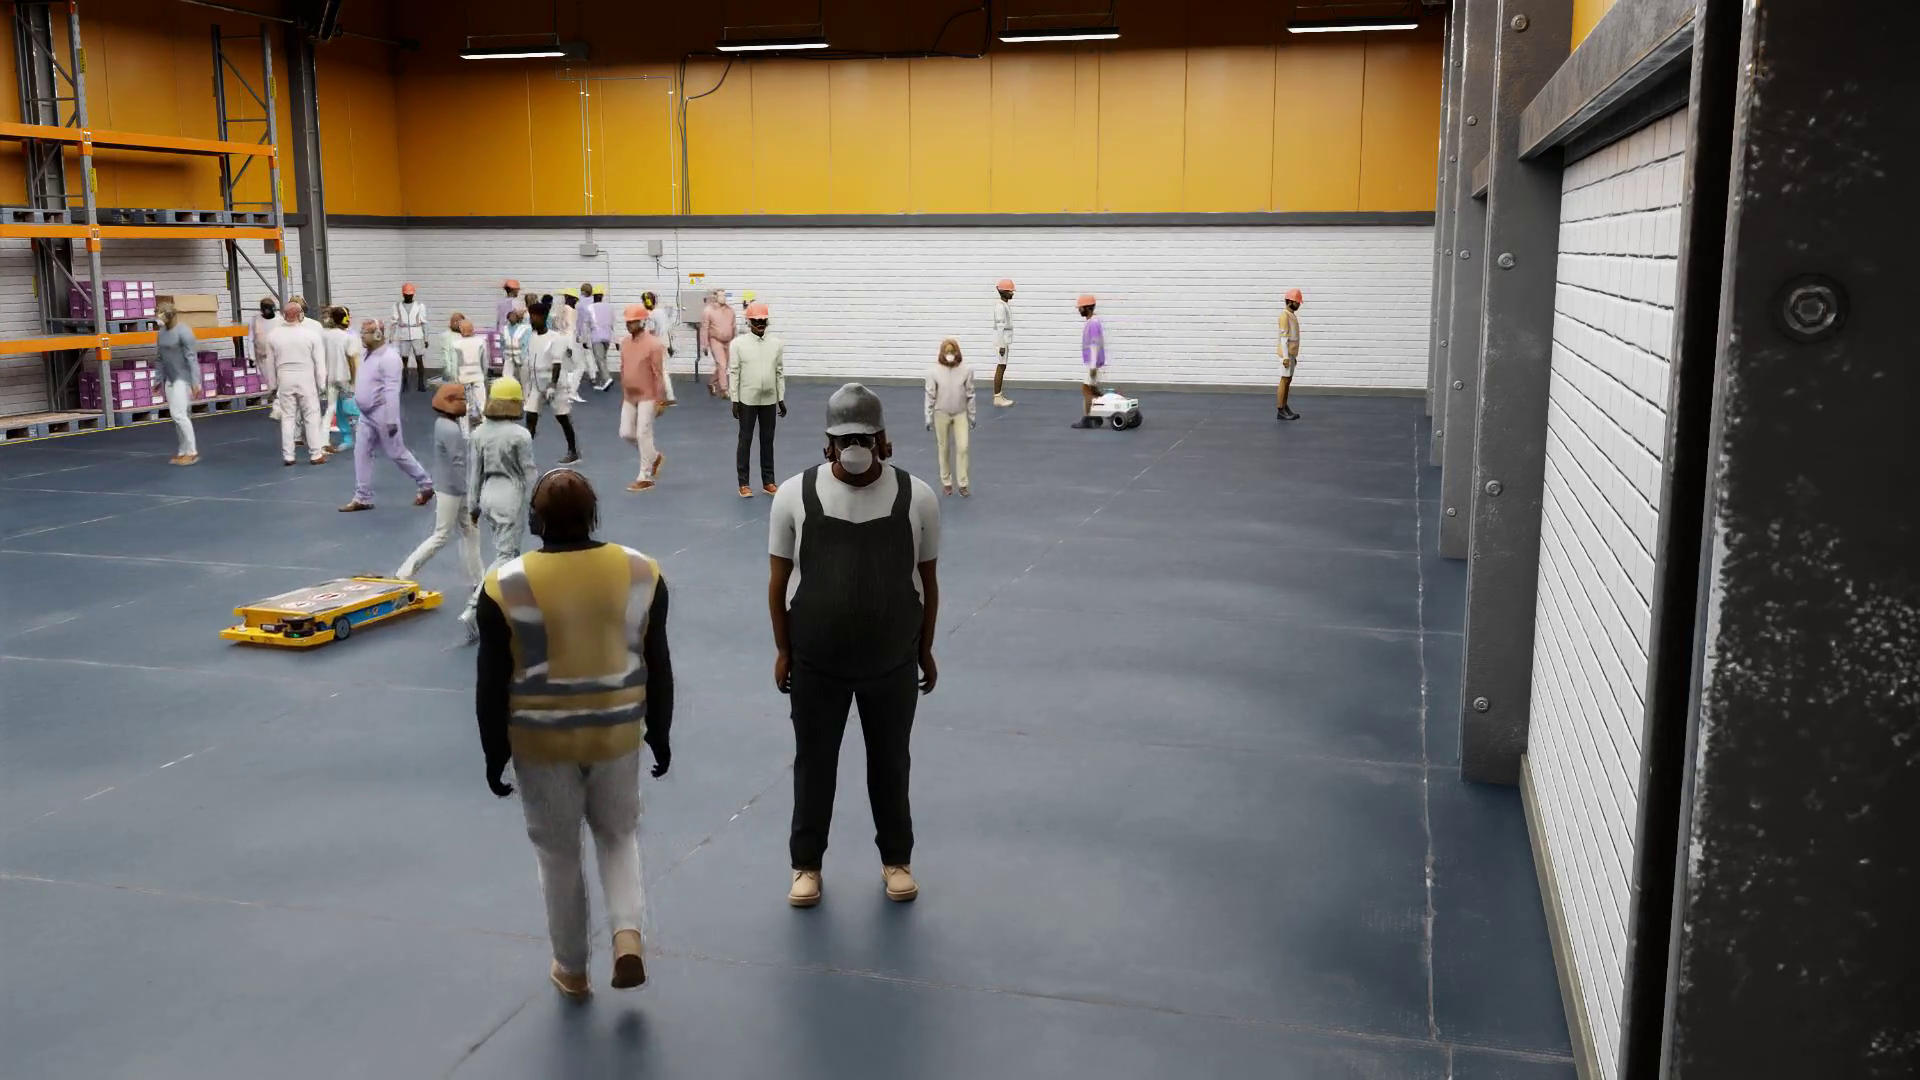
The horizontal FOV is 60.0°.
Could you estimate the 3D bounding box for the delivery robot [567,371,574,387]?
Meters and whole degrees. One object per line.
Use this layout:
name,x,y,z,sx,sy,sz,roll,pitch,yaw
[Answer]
delivery robot,-6.853,-2.743,28.224,0.707,0.478,0.477,0,10,1

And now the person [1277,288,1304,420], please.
person,4.880,-2.745,24.595,0.361,1.935,0.544,4,11,22

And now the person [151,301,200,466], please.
person,-9.135,-1.819,19.371,0.666,1.923,0.462,8,13,38

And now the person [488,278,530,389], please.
person,-8.090,-3.622,29.423,0.913,2.007,0.634,-9,13,-41

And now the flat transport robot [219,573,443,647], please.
flat transport robot,-4.199,0.454,11.186,0.652,0.197,1.431,4,11,19

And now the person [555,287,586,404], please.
person,-6.338,-3.149,27.022,0.578,1.877,0.675,-6,12,-32

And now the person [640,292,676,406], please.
person,-4.889,-3.049,26.662,0.725,1.812,0.576,2,10,12

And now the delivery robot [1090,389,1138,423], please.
delivery robot,2.125,-1.877,23.317,0.707,0.478,0.477,6,12,31

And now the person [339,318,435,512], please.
person,-5.581,-1.225,16.174,0.652,1.875,0.927,9,14,43

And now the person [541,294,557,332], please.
person,-7.615,-3.692,30.676,0.544,1.676,0.666,2,10,13

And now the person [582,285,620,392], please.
person,-6.298,-3.558,29.382,0.604,1.883,0.882,-8,13,-37

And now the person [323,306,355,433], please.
person,-8.581,-2.376,23.079,0.552,1.718,0.880,3,10,17

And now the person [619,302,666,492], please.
person,-3.317,-1.508,17.477,0.620,1.980,0.565,7,12,34

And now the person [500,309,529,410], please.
person,-6.863,-2.747,25.590,0.511,1.584,0.880,1,10,8

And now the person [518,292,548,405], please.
person,-6.883,-3.059,26.708,0.550,1.818,0.543,-8,13,-37

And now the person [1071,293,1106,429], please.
person,1.949,-2.504,23.315,0.703,1.908,0.581,0,10,-1

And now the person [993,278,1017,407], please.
person,0.721,-3.156,26.615,0.393,2.041,0.613,1,10,7

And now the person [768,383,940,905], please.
person,-0.398,0.410,6.428,0.672,2.000,0.536,-1,10,-7

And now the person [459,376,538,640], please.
person,-3.038,-0.218,10.927,0.507,1.709,0.800,6,11,29

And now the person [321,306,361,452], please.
person,-7.661,-2.014,20.808,0.573,1.817,0.537,6,12,30

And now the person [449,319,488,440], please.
person,-6.391,-2.087,21.799,0.512,1.614,0.725,-6,12,-33

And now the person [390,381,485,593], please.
person,-3.727,-0.345,11.977,0.815,1.600,0.507,-4,11,-23

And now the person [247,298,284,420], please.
person,-10.236,-2.701,24.755,0.612,1.801,0.957,-1,10,-4

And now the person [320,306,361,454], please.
person,-7.669,-1.986,20.634,0.509,1.819,0.983,2,10,13

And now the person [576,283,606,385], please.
person,-6.779,-3.818,30.794,0.594,1.897,0.685,8,13,39

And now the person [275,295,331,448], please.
person,-8.324,-2.126,21.081,0.632,1.940,0.372,0,10,1

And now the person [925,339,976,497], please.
person,-0.090,-1.219,16.868,0.534,1.600,0.756,-1,10,-6

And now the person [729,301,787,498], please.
person,-2.063,-1.437,17.015,0.611,1.996,0.379,-6,12,-30

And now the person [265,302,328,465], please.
person,-7.733,-1.821,19.450,0.651,1.905,0.403,-1,10,-5

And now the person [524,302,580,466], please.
person,-4.813,-1.775,19.157,0.607,1.910,1.004,6,12,31

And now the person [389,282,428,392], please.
person,-9.662,-3.539,29.122,0.647,1.924,0.440,-2,10,-14

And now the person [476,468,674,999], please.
person,-1.274,0.671,5.544,0.648,1.829,0.482,-5,11,-26

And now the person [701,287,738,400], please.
person,-4.051,-3.316,28.019,0.653,1.880,0.876,-9,13,-41

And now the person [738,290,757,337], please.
person,-3.578,-3.412,28.707,0.597,1.811,0.603,1,10,7

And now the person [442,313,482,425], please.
person,-7.113,-2.425,23.737,0.510,1.597,0.815,-8,13,-38
